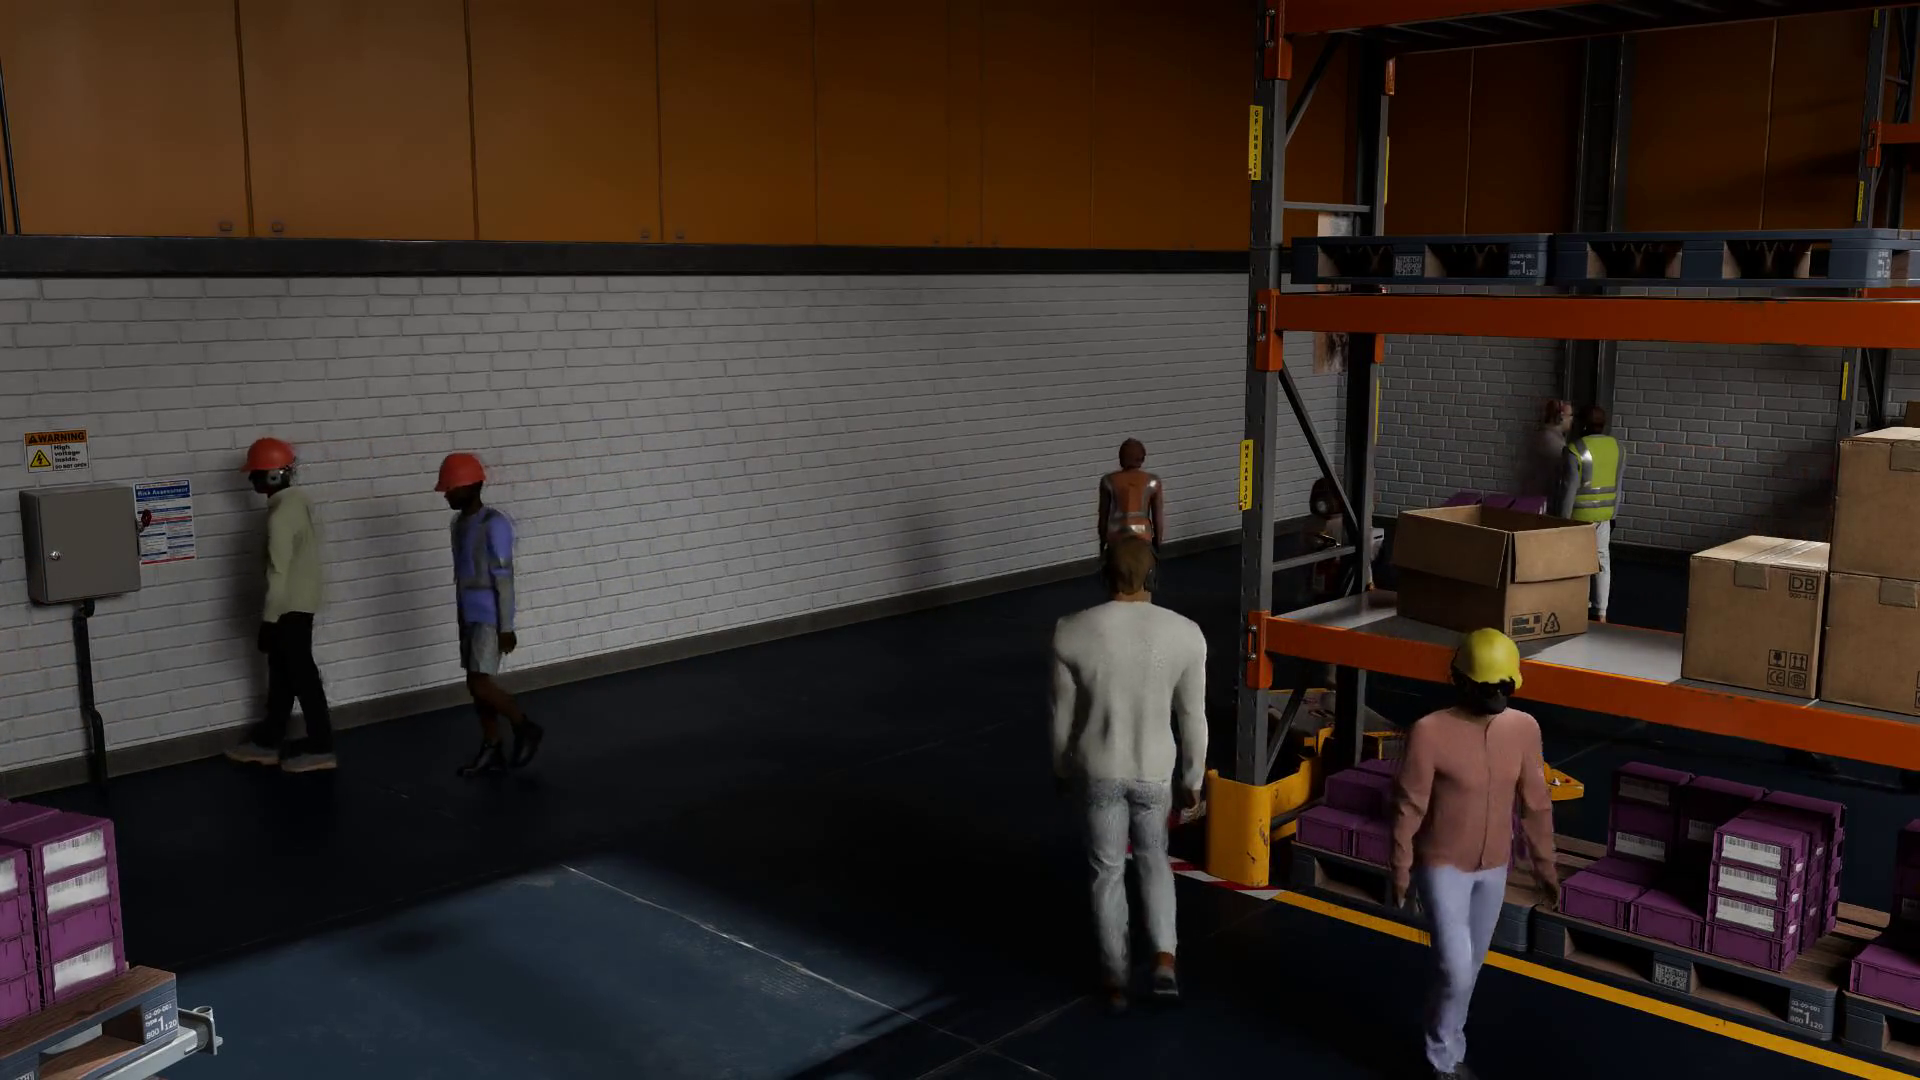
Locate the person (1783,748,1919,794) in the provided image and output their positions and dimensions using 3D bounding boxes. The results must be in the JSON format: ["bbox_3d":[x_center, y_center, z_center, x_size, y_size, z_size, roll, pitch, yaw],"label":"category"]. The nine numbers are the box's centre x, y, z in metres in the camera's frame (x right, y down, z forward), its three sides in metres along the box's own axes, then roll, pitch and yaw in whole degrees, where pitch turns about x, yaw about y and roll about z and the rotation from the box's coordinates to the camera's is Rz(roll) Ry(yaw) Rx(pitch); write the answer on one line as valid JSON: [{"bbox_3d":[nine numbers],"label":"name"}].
[{"bbox_3d":[5.228,0.473,9.464,0.971,1.884,0.571,8,12,41],"label":"person"}]

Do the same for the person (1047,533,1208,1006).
[{"bbox_3d":[0.656,0.932,6.586,0.627,1.921,0.502,-1,9,-3],"label":"person"}]

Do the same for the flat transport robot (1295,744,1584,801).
[{"bbox_3d":[2.681,1.301,9.347,1.431,0.197,0.652,-2,9,-10],"label":"flat transport robot"}]

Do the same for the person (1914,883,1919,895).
[{"bbox_3d":[1.957,1.461,3.329,0.581,1.911,0.774,-7,12,-37],"label":"person"}]

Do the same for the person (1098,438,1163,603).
[{"bbox_3d":[1.341,0.012,13.119,0.516,1.627,0.361,1,9,8],"label":"person"}]

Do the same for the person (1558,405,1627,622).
[{"bbox_3d":[5.148,-0.191,13.692,0.633,1.841,0.429,-4,10,-23],"label":"person"}]

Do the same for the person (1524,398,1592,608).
[{"bbox_3d":[5.008,-0.300,14.346,0.999,1.858,0.645,1,9,7],"label":"person"}]

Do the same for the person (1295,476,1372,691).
[{"bbox_3d":[2.486,0.364,11.042,0.514,1.598,0.468,7,12,37],"label":"person"}]

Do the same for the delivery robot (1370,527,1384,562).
[{"bbox_3d":[3.792,-0.033,16.369,0.707,0.478,0.477,7,12,39],"label":"delivery robot"}]

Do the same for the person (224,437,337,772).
[{"bbox_3d":[-4.004,0.394,9.705,0.579,1.992,0.634,-3,10,-16],"label":"person"}]

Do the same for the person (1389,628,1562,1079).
[{"bbox_3d":[1.775,1.144,5.781,0.558,1.736,0.499,-4,10,-21],"label":"person"}]

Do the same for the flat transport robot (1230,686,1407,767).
[{"bbox_3d":[2.222,1.145,10.303,0.652,0.197,1.431,-2,9,-10],"label":"flat transport robot"}]

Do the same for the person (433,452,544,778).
[{"bbox_3d":[-2.761,0.443,9.582,0.492,1.915,0.563,-9,13,-43],"label":"person"}]
